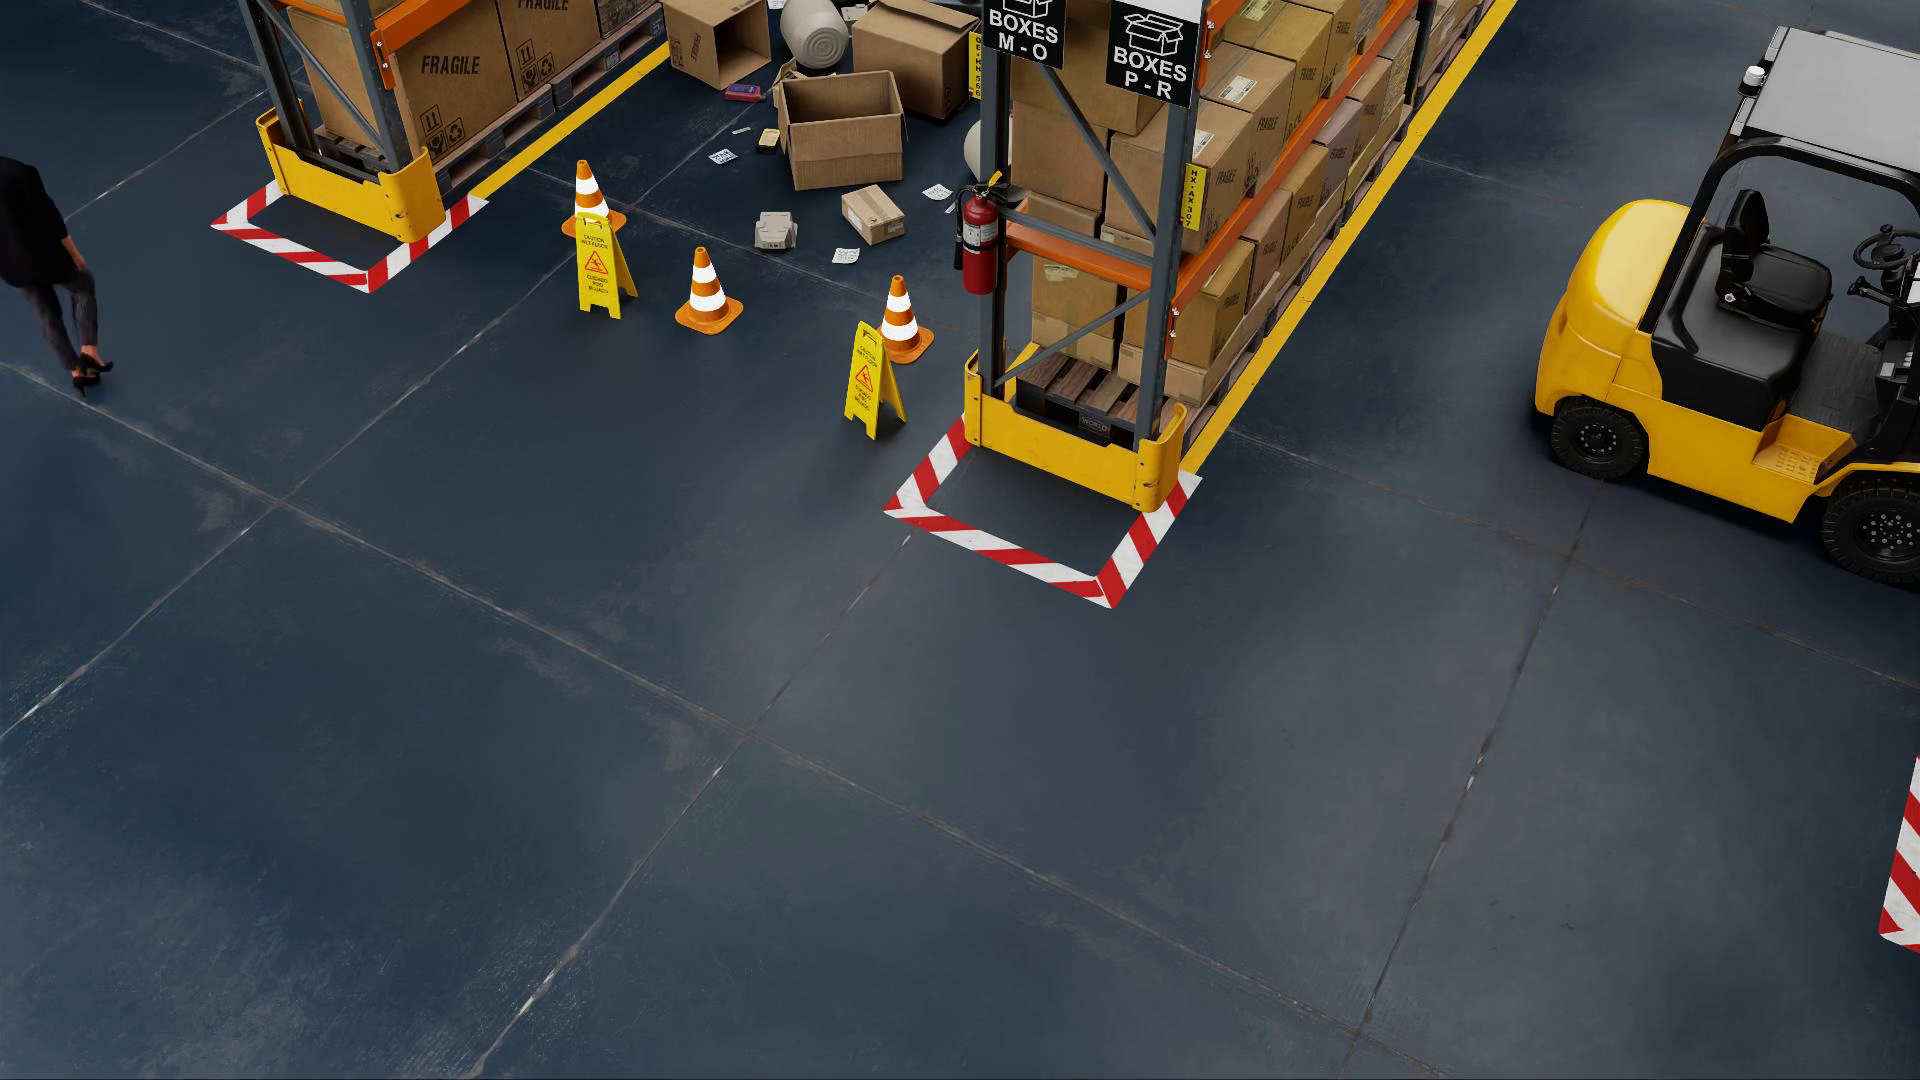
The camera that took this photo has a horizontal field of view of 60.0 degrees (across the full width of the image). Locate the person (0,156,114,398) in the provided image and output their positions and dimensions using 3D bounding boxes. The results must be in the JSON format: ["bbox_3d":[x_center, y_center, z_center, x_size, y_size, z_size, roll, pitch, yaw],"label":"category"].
[{"bbox_3d":[-4.885,-1.417,8.719,0.766,1.705,0.783,-2,47,-2],"label":"person"}]
